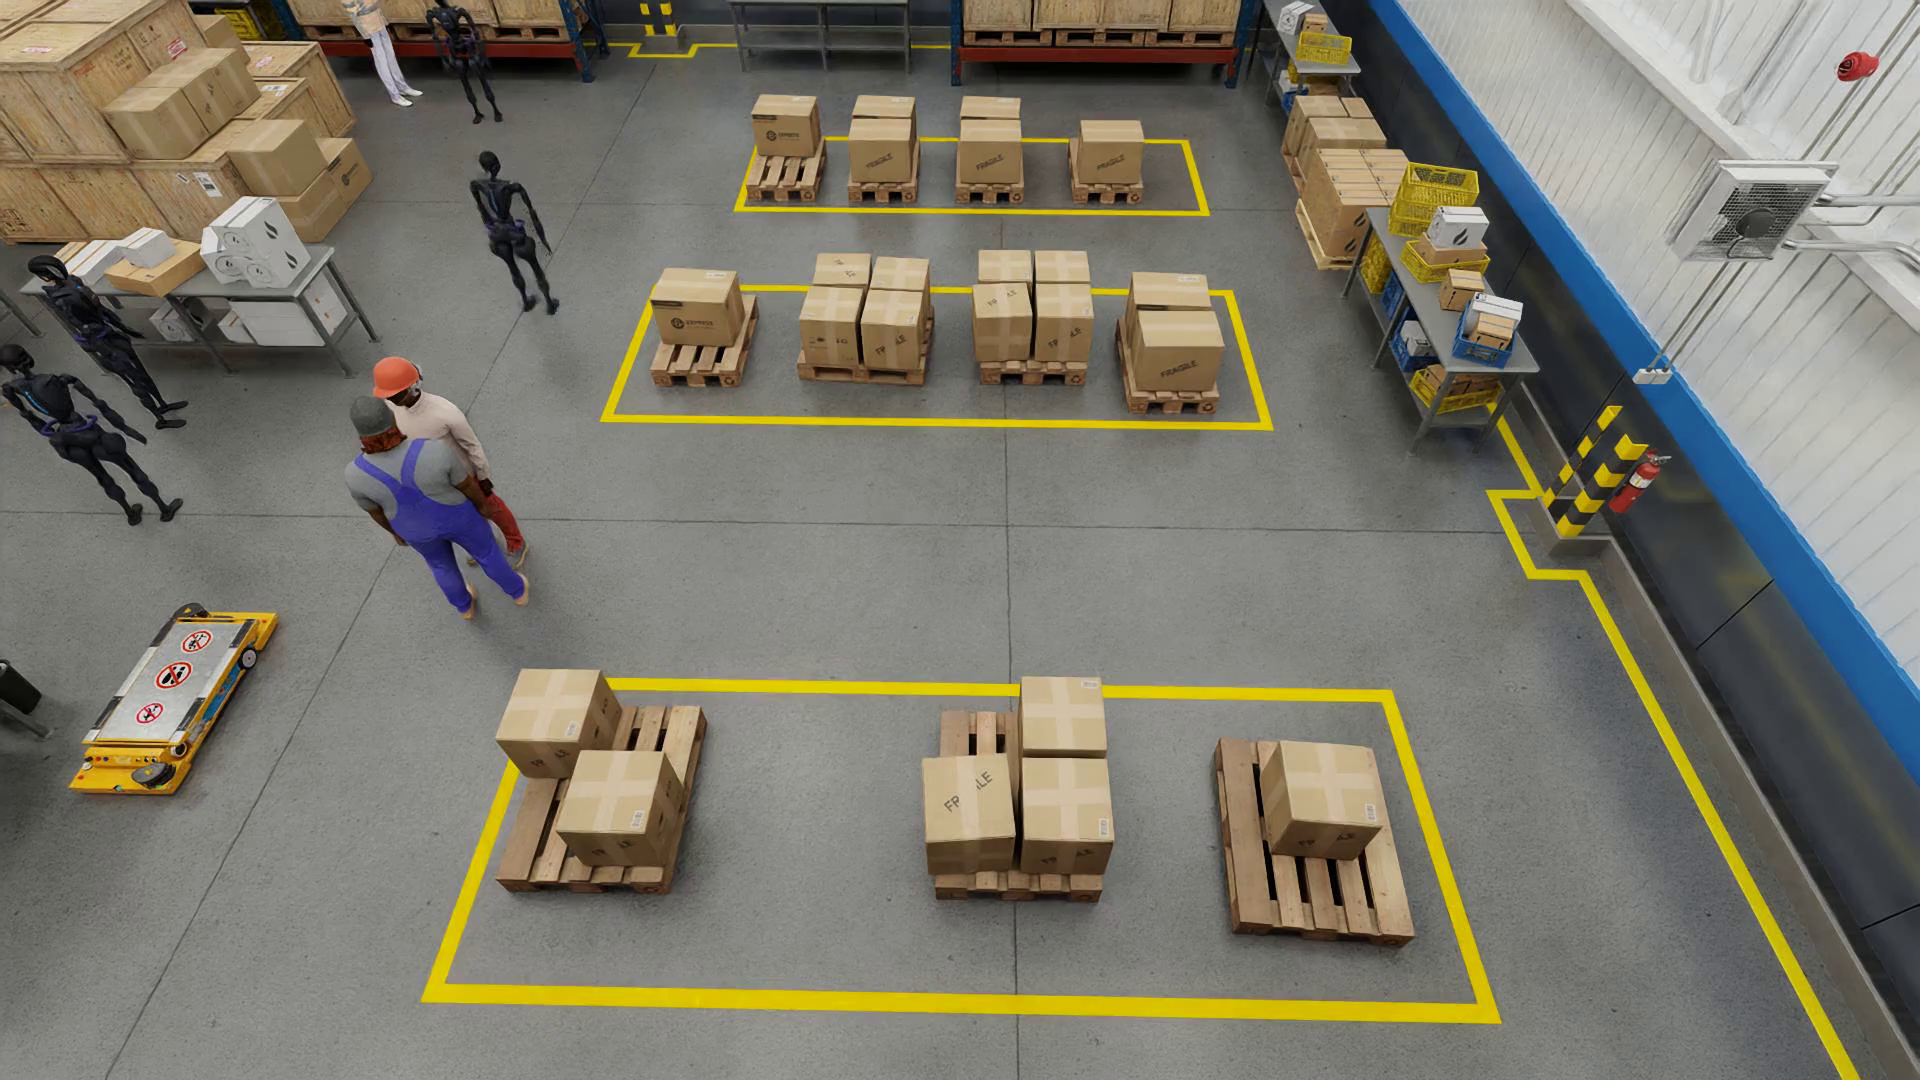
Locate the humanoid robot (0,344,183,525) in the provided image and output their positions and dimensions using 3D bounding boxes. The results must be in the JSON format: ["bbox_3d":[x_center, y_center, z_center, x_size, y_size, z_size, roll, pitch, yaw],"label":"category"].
[{"bbox_3d":[-6.800,-0.798,7.123,0.599,1.648,0.369,-9,50,-7],"label":"humanoid robot"}]

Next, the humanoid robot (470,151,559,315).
[{"bbox_3d":[-4.355,-2.988,8.968,0.646,1.648,0.403,-5,50,-4],"label":"humanoid robot"}]

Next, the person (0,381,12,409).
[{"bbox_3d":[-9.129,-1.919,7.933,0.583,1.882,0.345,37,59,27],"label":"person"}]

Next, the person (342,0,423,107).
[{"bbox_3d":[-7.660,-6.718,11.963,0.361,1.930,0.586,4,50,3],"label":"person"}]

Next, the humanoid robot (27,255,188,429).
[{"bbox_3d":[-7.271,-1.695,7.867,0.331,1.660,0.585,-19,52,-16],"label":"humanoid robot"}]

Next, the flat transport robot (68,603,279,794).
[{"bbox_3d":[-5.504,1.072,6.442,0.652,0.197,1.431,1,50,1],"label":"flat transport robot"}]

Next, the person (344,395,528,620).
[{"bbox_3d":[-3.656,-0.211,6.386,0.682,2.000,0.536,-15,51,-12],"label":"person"}]

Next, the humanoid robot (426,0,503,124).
[{"bbox_3d":[-6.295,-6.151,11.644,0.601,1.652,0.341,-7,50,-6],"label":"humanoid robot"}]

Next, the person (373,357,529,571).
[{"bbox_3d":[-3.700,-0.521,6.678,0.610,1.995,0.376,13,51,10],"label":"person"}]
